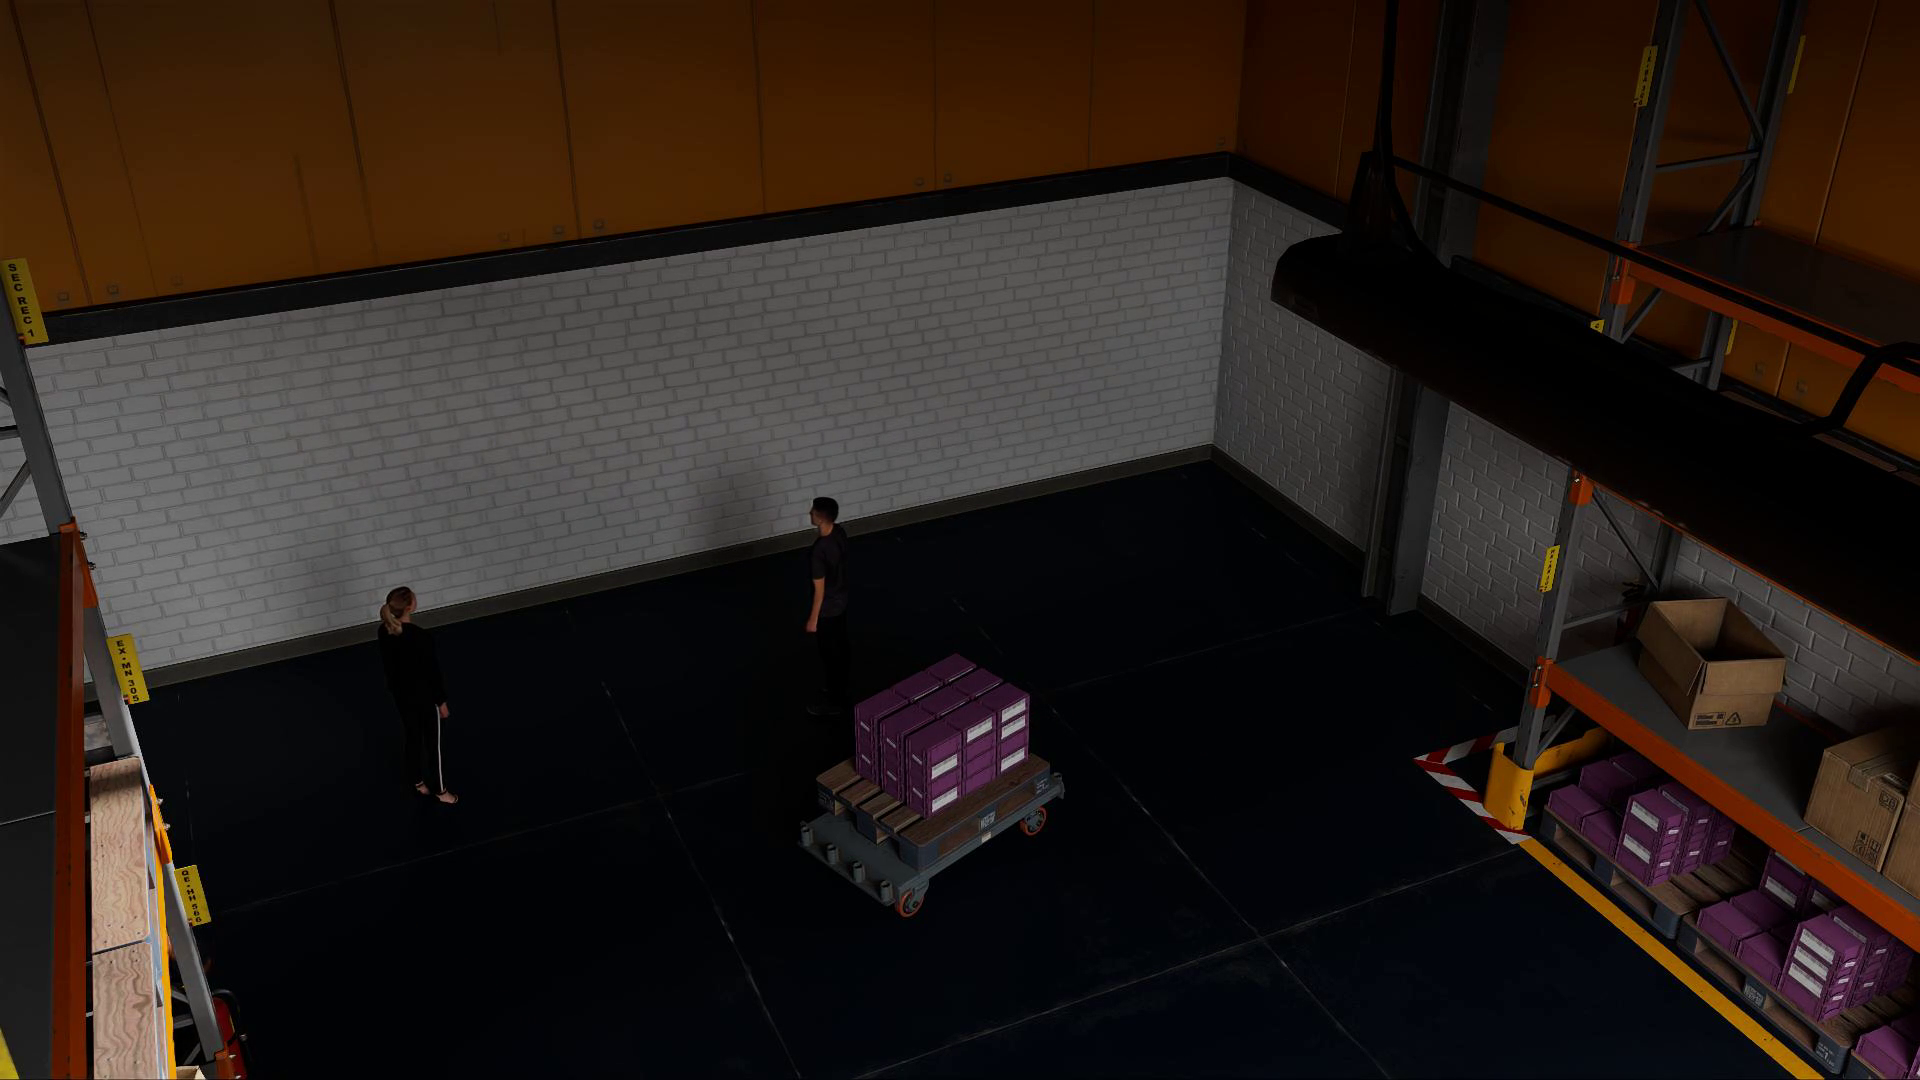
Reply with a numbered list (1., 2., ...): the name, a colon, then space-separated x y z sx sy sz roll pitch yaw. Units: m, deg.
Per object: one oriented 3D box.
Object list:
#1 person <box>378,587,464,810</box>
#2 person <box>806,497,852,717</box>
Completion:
1. person: -3.655 1.068 11.193 0.684 1.706 0.760 12 31 21
2. person: -0.961 0.474 12.223 0.775 1.764 0.693 7 29 12
